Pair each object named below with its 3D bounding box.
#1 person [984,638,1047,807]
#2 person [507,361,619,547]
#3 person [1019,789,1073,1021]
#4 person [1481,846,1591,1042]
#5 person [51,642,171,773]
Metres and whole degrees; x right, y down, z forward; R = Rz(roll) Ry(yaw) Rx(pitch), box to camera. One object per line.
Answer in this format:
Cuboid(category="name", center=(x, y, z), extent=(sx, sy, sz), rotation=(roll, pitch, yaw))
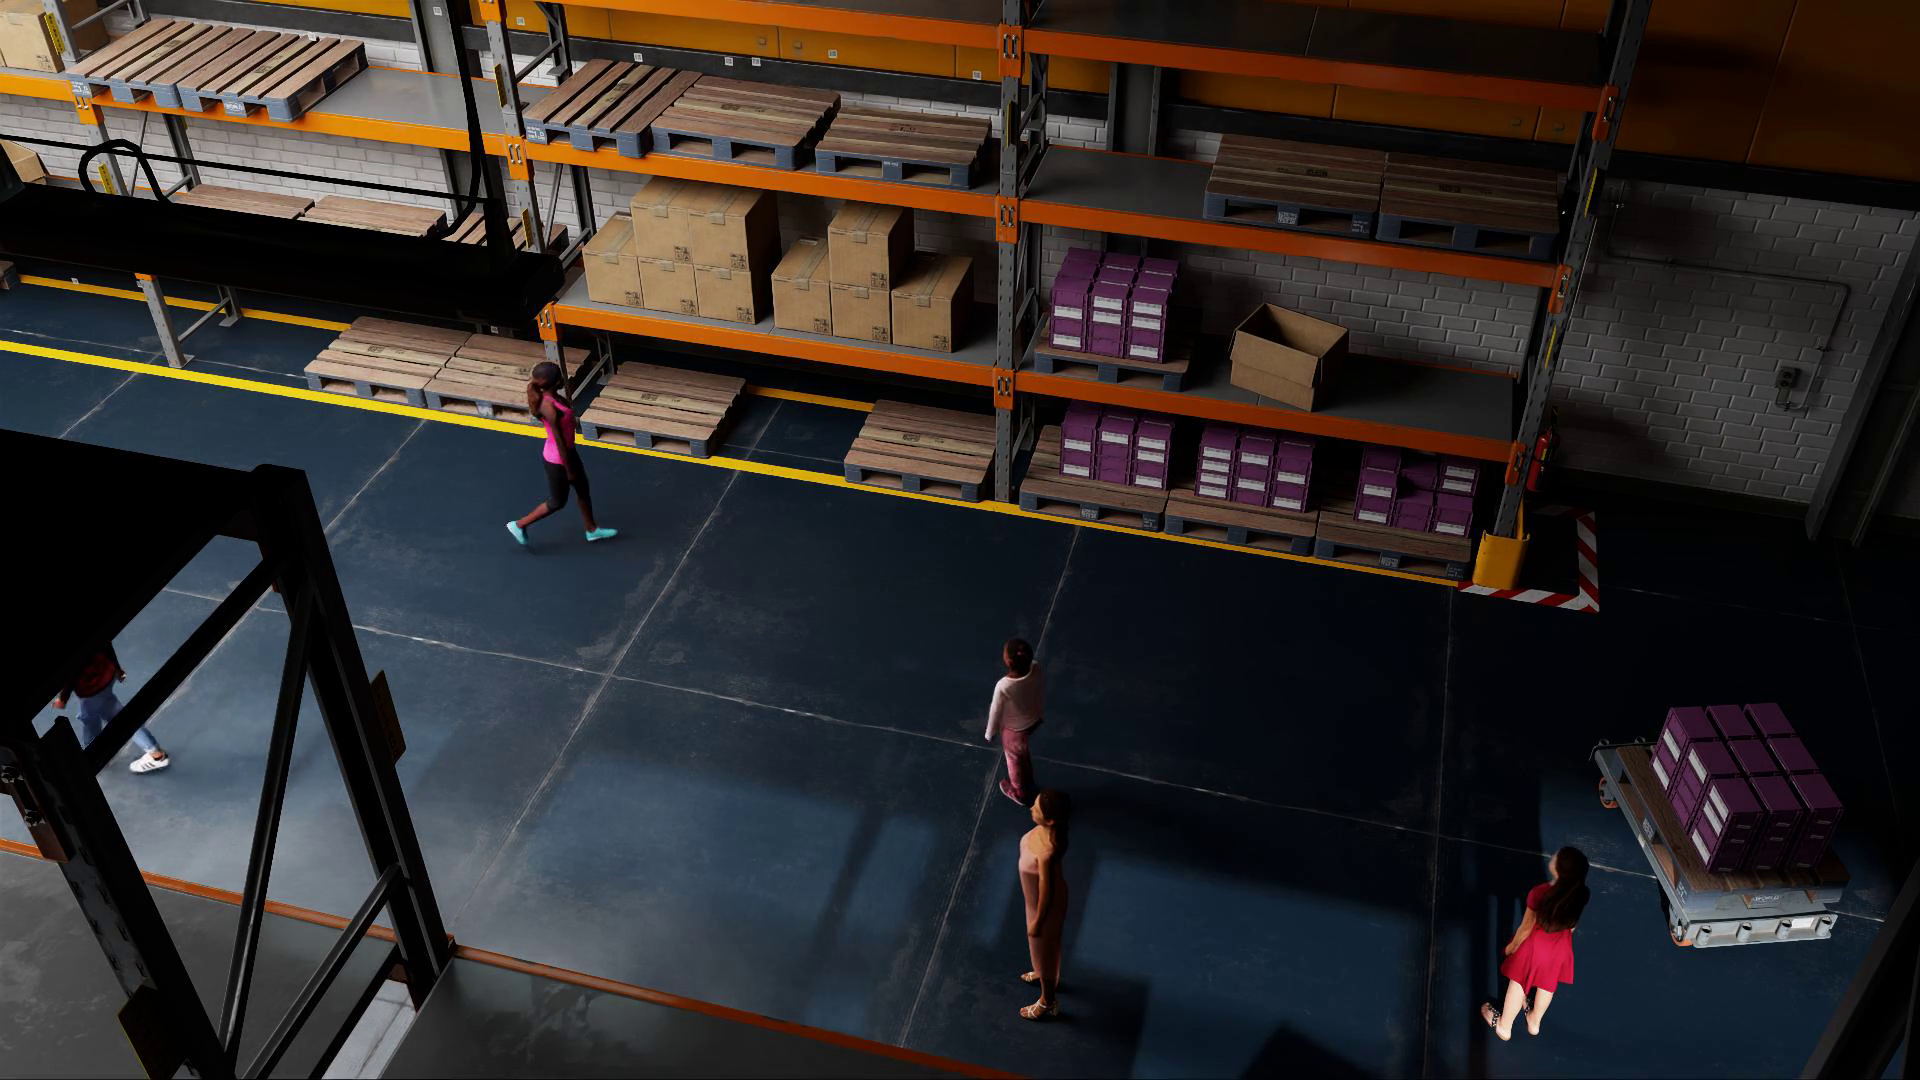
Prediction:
Cuboid(category="person", center=(0.431, 1.219, 10.920), extent=(0.650, 1.442, 0.678), rotation=(-29, 47, -31))
Cuboid(category="person", center=(-3.212, -0.621, 13.016), extent=(1.126, 1.701, 0.805), rotation=(-4, 39, -5))
Cuboid(category="person", center=(0.499, 2.077, 9.532), extent=(0.553, 1.832, 0.608), rotation=(4, 39, 5))
Cuboid(category="person", center=(3.323, 2.296, 9.483), extent=(0.652, 1.551, 0.714), rotation=(-7, 39, -8))
Cuboid(category="person", center=(-5.686, 0.973, 11.103), extent=(1.061, 1.597, 0.854), rotation=(-6, 39, -7))
